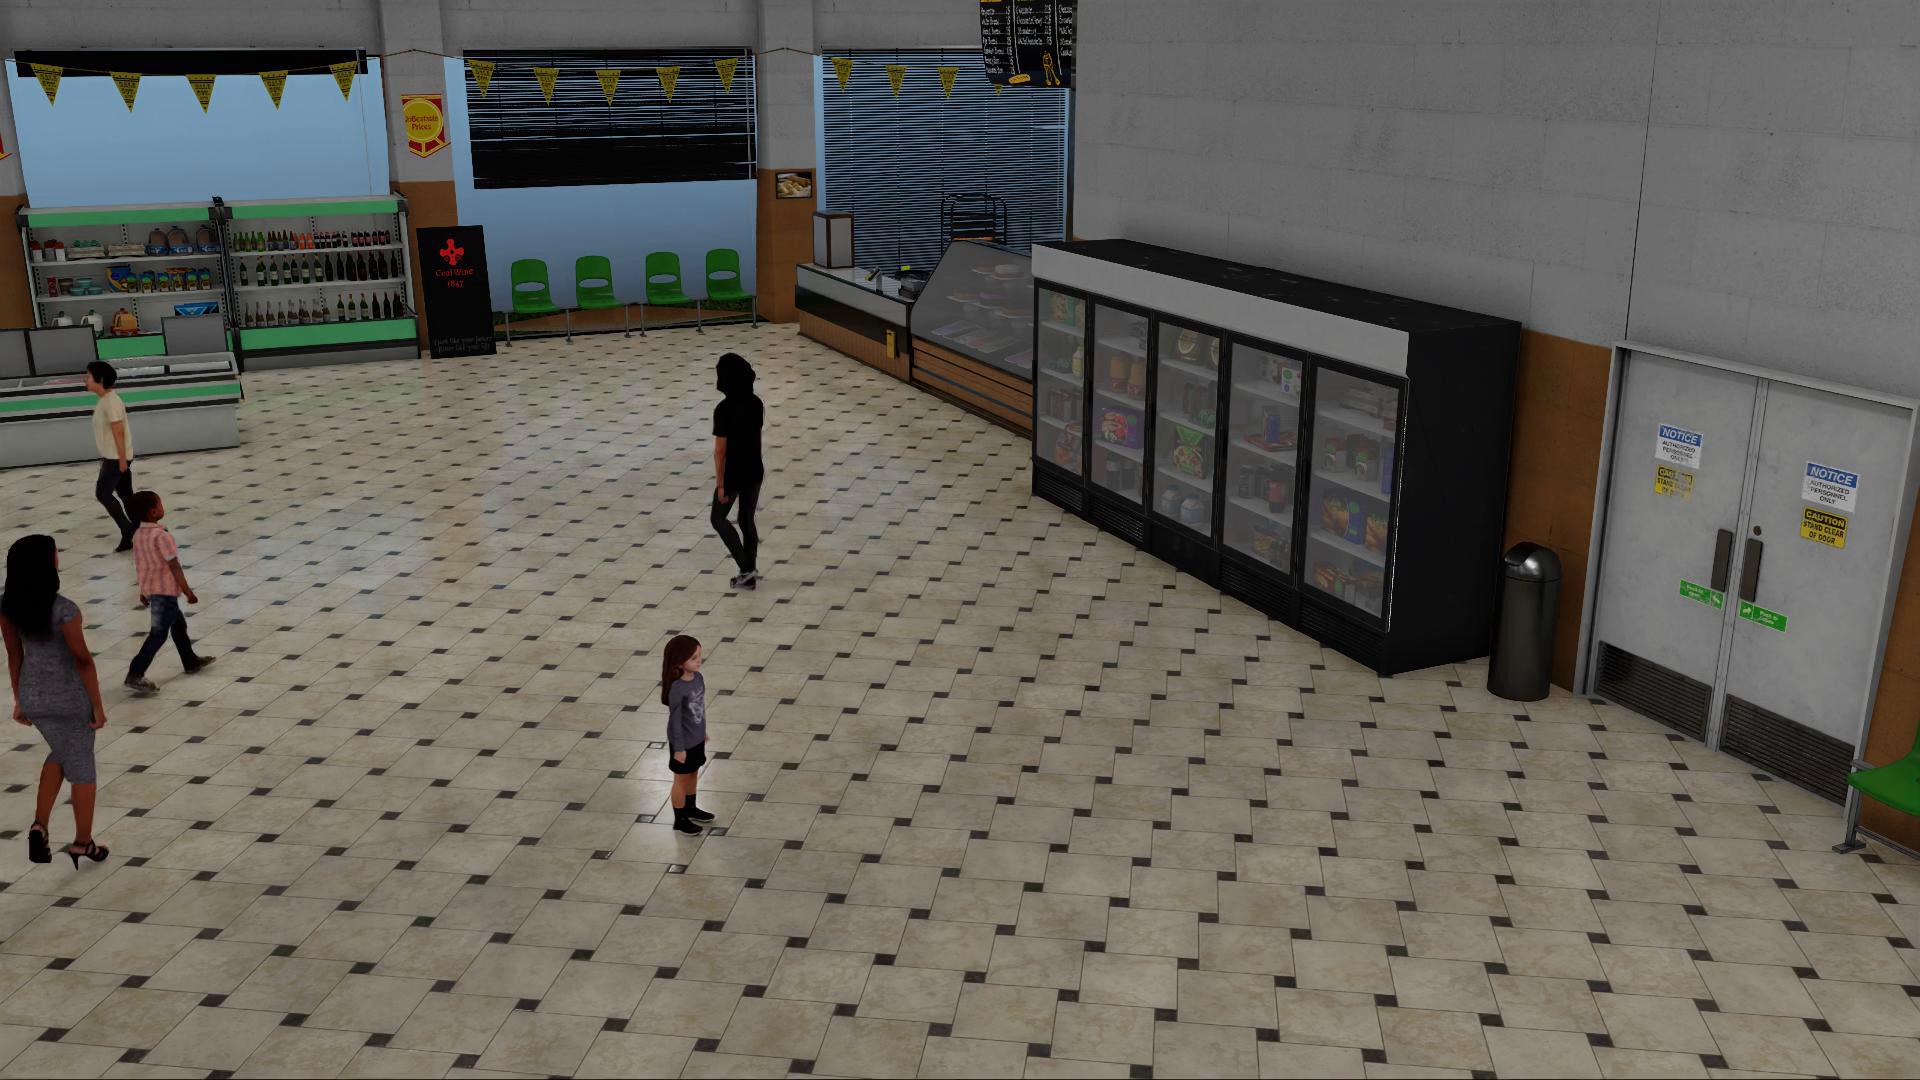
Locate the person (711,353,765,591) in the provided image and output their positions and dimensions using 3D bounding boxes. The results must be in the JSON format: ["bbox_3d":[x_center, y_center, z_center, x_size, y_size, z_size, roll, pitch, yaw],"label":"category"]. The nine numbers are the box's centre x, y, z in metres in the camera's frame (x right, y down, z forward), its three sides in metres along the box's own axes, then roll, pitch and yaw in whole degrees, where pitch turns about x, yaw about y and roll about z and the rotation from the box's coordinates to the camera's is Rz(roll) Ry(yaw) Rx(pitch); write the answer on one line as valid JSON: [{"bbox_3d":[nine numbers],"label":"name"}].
[{"bbox_3d":[-1.591,-0.484,12.479,0.799,1.820,0.717,16,23,42],"label":"person"}]

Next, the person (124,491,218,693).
[{"bbox_3d":[-5.184,0.342,10.672,0.781,1.291,0.976,13,21,36],"label":"person"}]

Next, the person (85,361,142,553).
[{"bbox_3d":[-6.786,-0.675,13.528,0.615,1.576,0.630,-11,20,-31],"label":"person"}]

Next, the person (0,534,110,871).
[{"bbox_3d":[-4.490,0.854,8.164,0.806,1.767,0.850,3,17,9],"label":"person"}]

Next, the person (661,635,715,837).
[{"bbox_3d":[-1.446,1.010,8.789,0.579,1.107,0.533,4,17,14],"label":"person"}]
